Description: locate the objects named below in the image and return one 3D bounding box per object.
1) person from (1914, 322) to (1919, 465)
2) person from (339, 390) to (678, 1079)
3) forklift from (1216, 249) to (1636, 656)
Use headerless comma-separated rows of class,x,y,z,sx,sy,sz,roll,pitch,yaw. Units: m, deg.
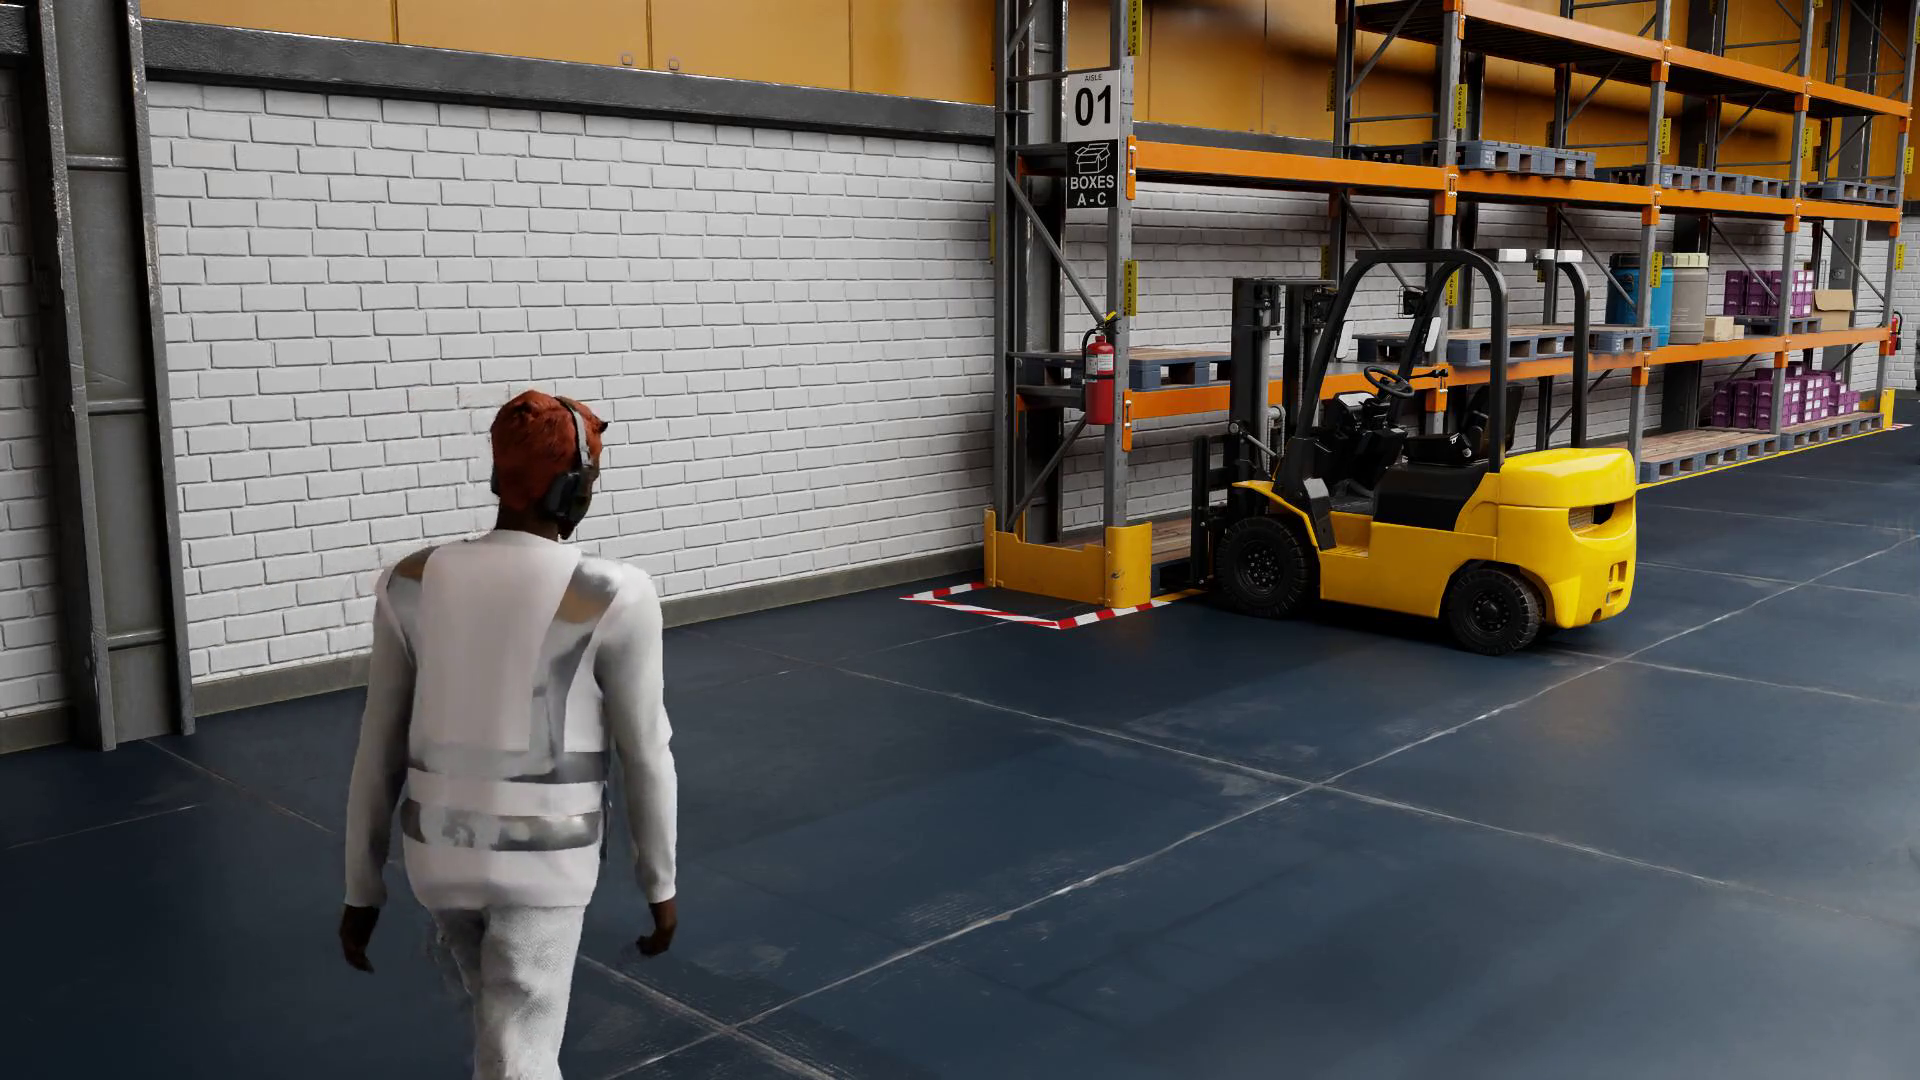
person,10.492,-1.760,17.707,0.603,1.918,0.929,8,12,40
person,-0.857,0.636,3.217,0.612,1.829,1.003,3,10,15
forklift,2.710,-0.584,9.626,2.313,2.155,1.214,9,13,43
